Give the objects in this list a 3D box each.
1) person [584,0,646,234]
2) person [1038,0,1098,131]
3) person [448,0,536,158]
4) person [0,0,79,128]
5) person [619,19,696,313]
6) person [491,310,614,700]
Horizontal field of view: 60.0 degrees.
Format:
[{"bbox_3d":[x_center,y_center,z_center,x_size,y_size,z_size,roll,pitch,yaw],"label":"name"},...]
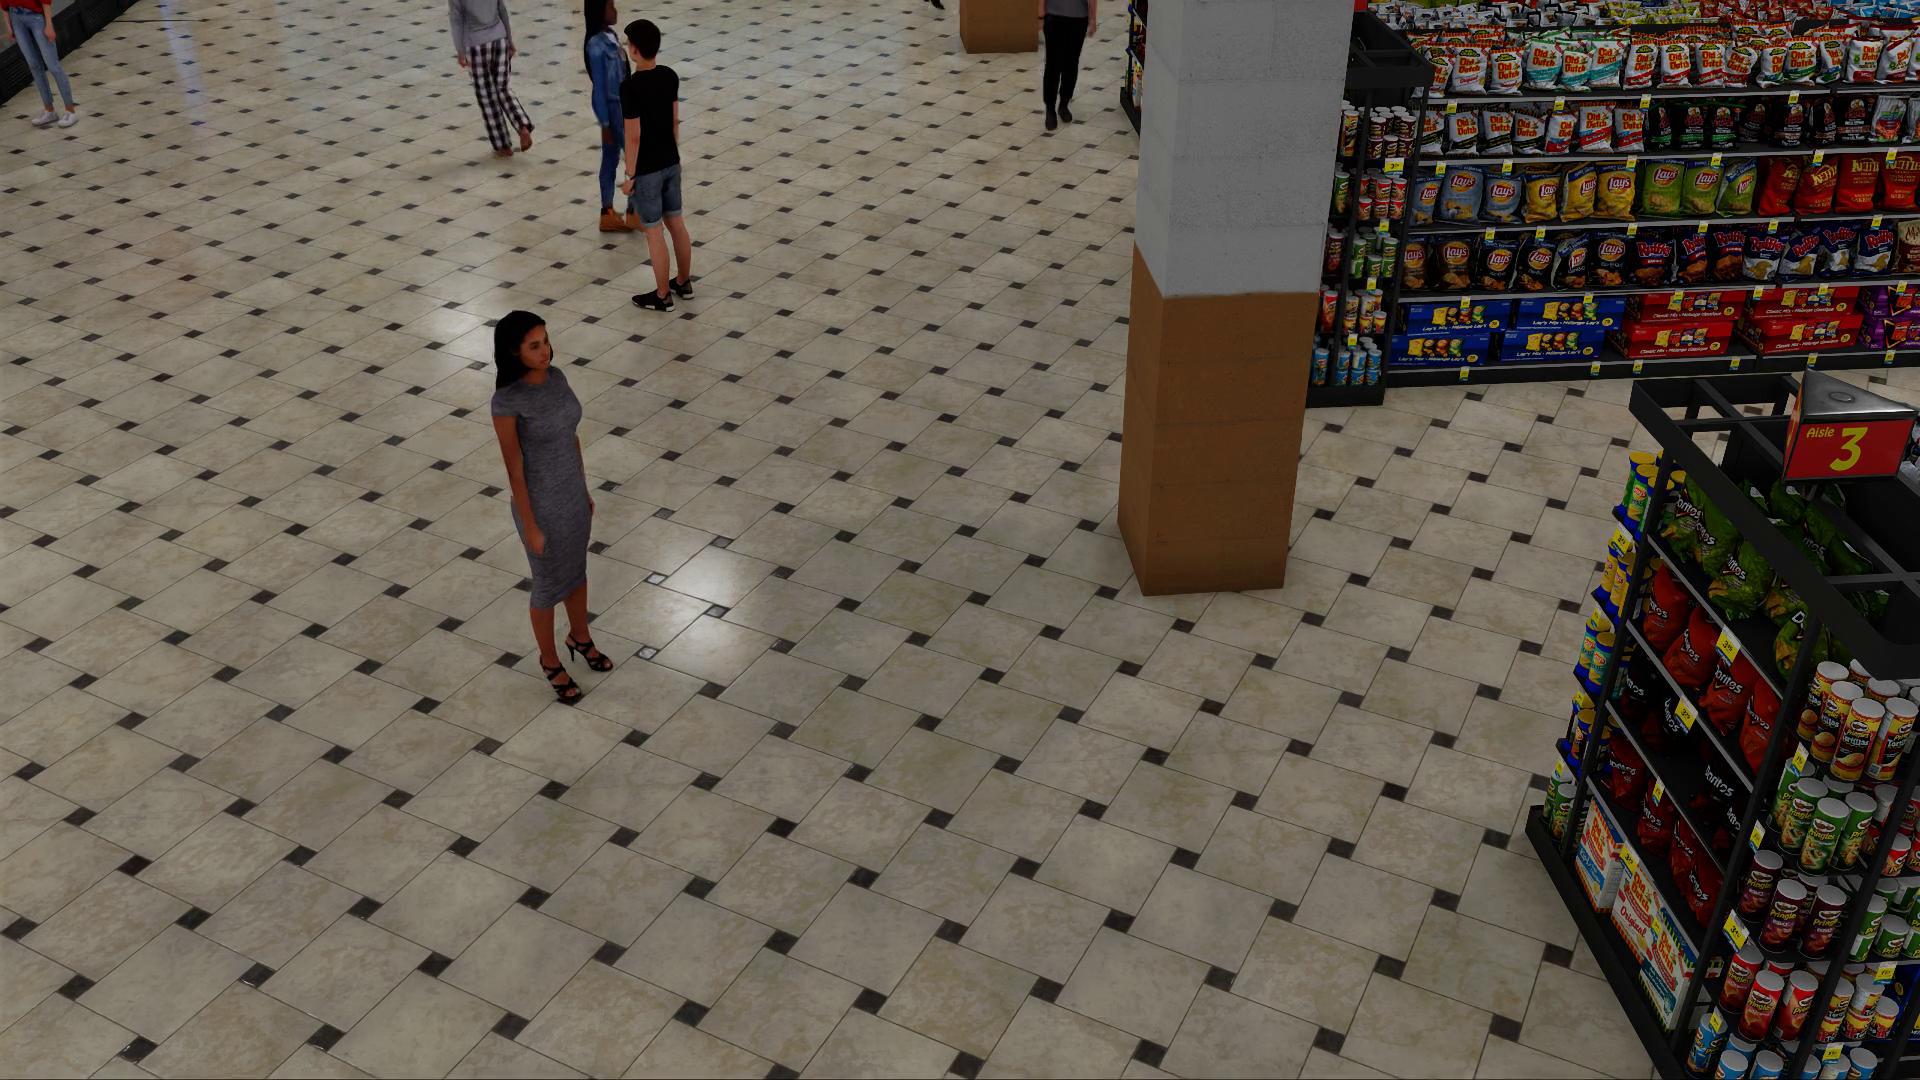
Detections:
[{"bbox_3d":[-2.523,-2.963,11.627,0.685,1.702,0.635,-1,32,-2],"label":"person"},{"bbox_3d":[0.879,-4.368,13.854,0.729,1.735,0.686,-5,32,-7],"label":"person"},{"bbox_3d":[-3.638,-3.824,12.892,0.873,1.828,0.928,-25,40,-34],"label":"person"},{"bbox_3d":[-7.670,-4.273,13.732,0.565,1.703,0.736,7,33,11],"label":"person"},{"bbox_3d":[-1.925,-2.363,10.526,0.756,1.847,0.736,17,36,25],"label":"person"},{"bbox_3d":[-1.744,-0.138,7.012,0.679,1.782,0.662,15,35,23],"label":"person"}]
